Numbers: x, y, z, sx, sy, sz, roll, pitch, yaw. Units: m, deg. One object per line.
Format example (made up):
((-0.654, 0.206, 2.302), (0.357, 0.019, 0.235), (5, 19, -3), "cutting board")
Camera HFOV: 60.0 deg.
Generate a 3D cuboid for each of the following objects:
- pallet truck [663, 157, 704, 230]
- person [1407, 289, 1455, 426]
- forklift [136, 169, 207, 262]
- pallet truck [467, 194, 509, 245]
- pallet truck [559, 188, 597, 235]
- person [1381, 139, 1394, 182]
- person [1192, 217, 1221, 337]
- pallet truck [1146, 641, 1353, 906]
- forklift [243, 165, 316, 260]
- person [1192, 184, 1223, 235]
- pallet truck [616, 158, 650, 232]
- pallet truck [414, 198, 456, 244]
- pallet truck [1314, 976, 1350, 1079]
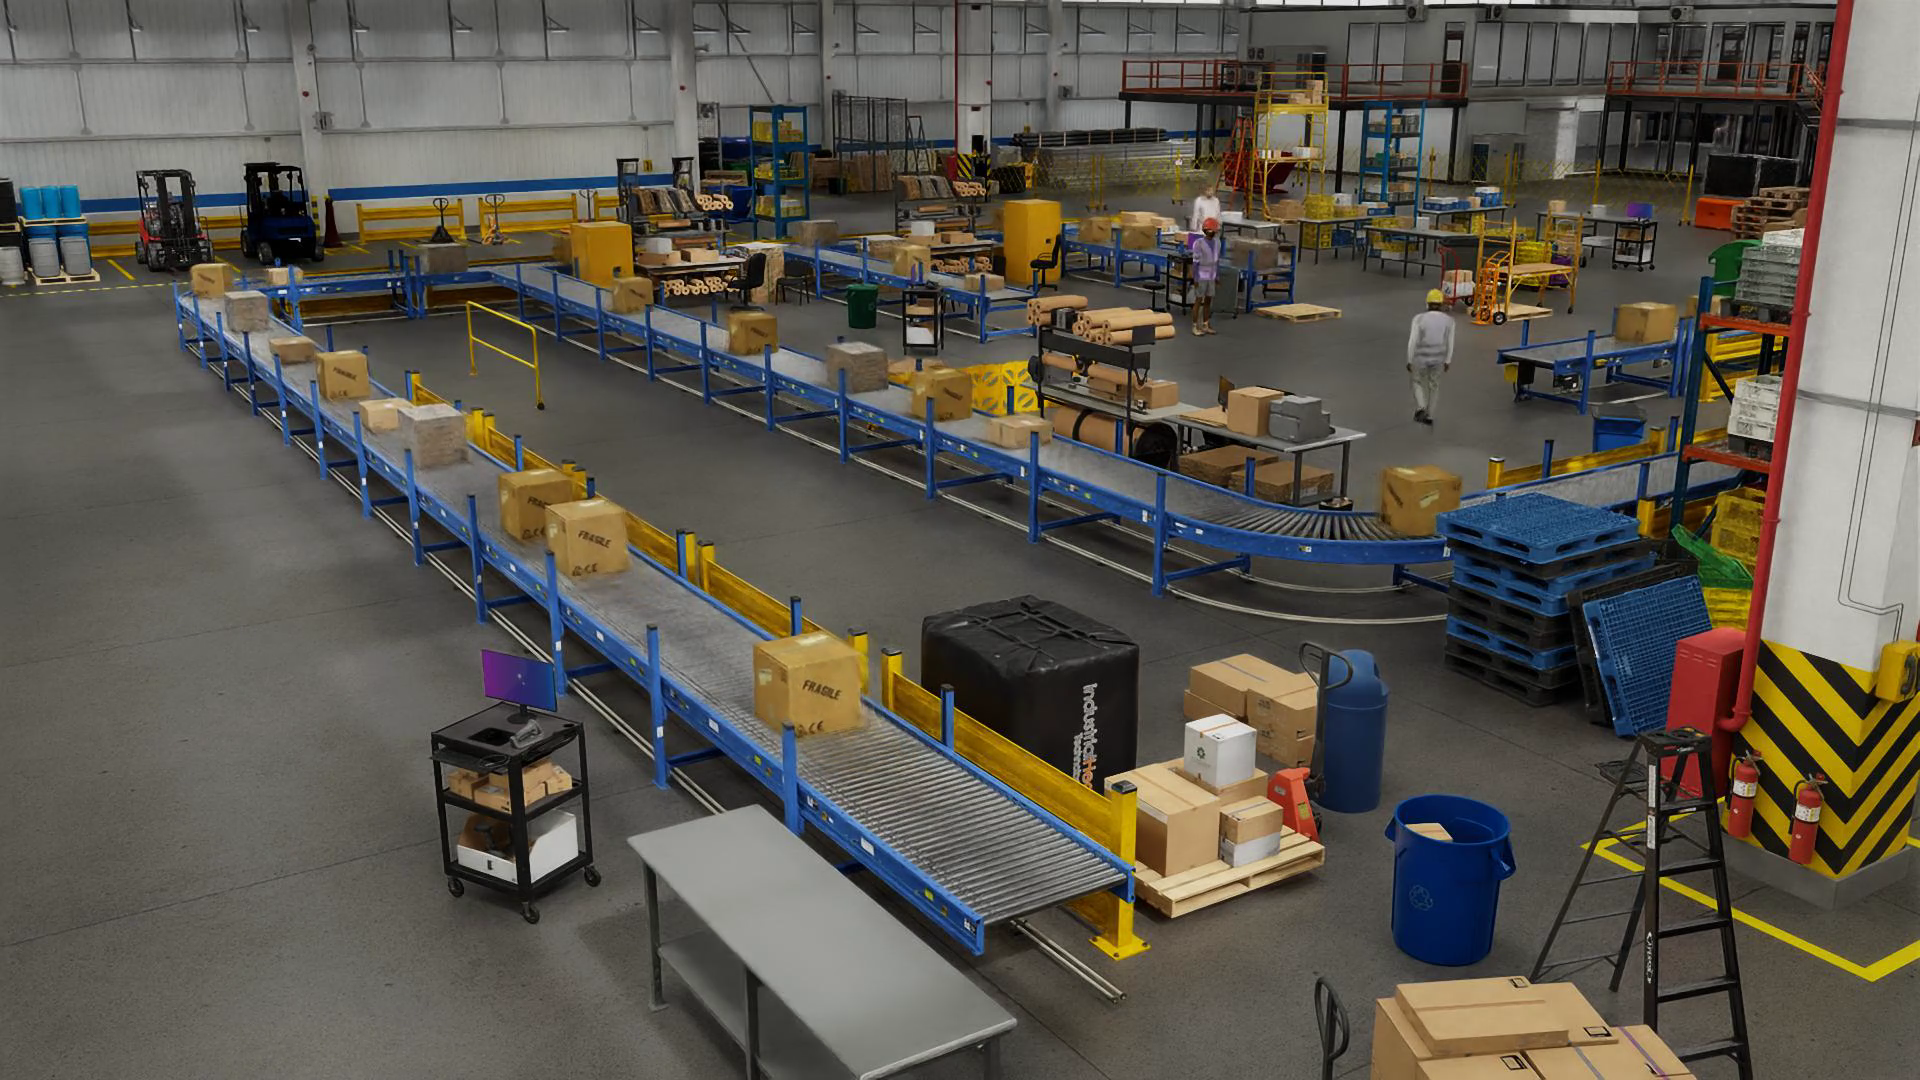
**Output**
((-7.586, -9.308, 44.692), (0.823, 1.965, 1.885), (-11, 20, -33), "pallet truck")
((6.232, -2.416, 22.067), (0.618, 1.815, 0.422), (-1, 17, -2), "person")
((-17.842, -7.318, 37.559), (1.157, 1.987, 2.680), (-10, 20, -31), "forklift")
((-11.983, -8.177, 42.137), (0.704, 1.261, 1.522), (-11, 20, -33), "pallet truck")
((-10.010, -8.652, 43.699), (0.653, 1.274, 1.630), (-10, 20, -31), "pallet truck")
((14.437, -12.716, 56.367), (0.522, 1.818, 0.555), (-9, 19, -28), "person")
((4.284, -4.553, 28.792), (0.608, 2.045, 0.391), (-11, 20, -34), "person")
((1.664, 1.407, 10.232), (1.630, 1.274, 0.653), (-10, 20, -31), "pallet truck")
((-15.898, -7.669, 38.708), (1.157, 1.987, 2.680), (-11, 20, -33), "forklift")
((5.569, -6.973, 37.118), (0.654, 1.877, 0.797), (-9, 19, -26), "person")
((-8.918, -9.176, 44.255), (0.823, 1.965, 1.885), (-9, 19, -27), "pallet truck")
((-13.250, -8.060, 41.856), (0.680, 1.201, 1.601), (-10, 20, -31), "pallet truck")
((2.299, 2.390, 7.086), (1.601, 1.201, 0.680), (-2, 17, -7), "pallet truck")
